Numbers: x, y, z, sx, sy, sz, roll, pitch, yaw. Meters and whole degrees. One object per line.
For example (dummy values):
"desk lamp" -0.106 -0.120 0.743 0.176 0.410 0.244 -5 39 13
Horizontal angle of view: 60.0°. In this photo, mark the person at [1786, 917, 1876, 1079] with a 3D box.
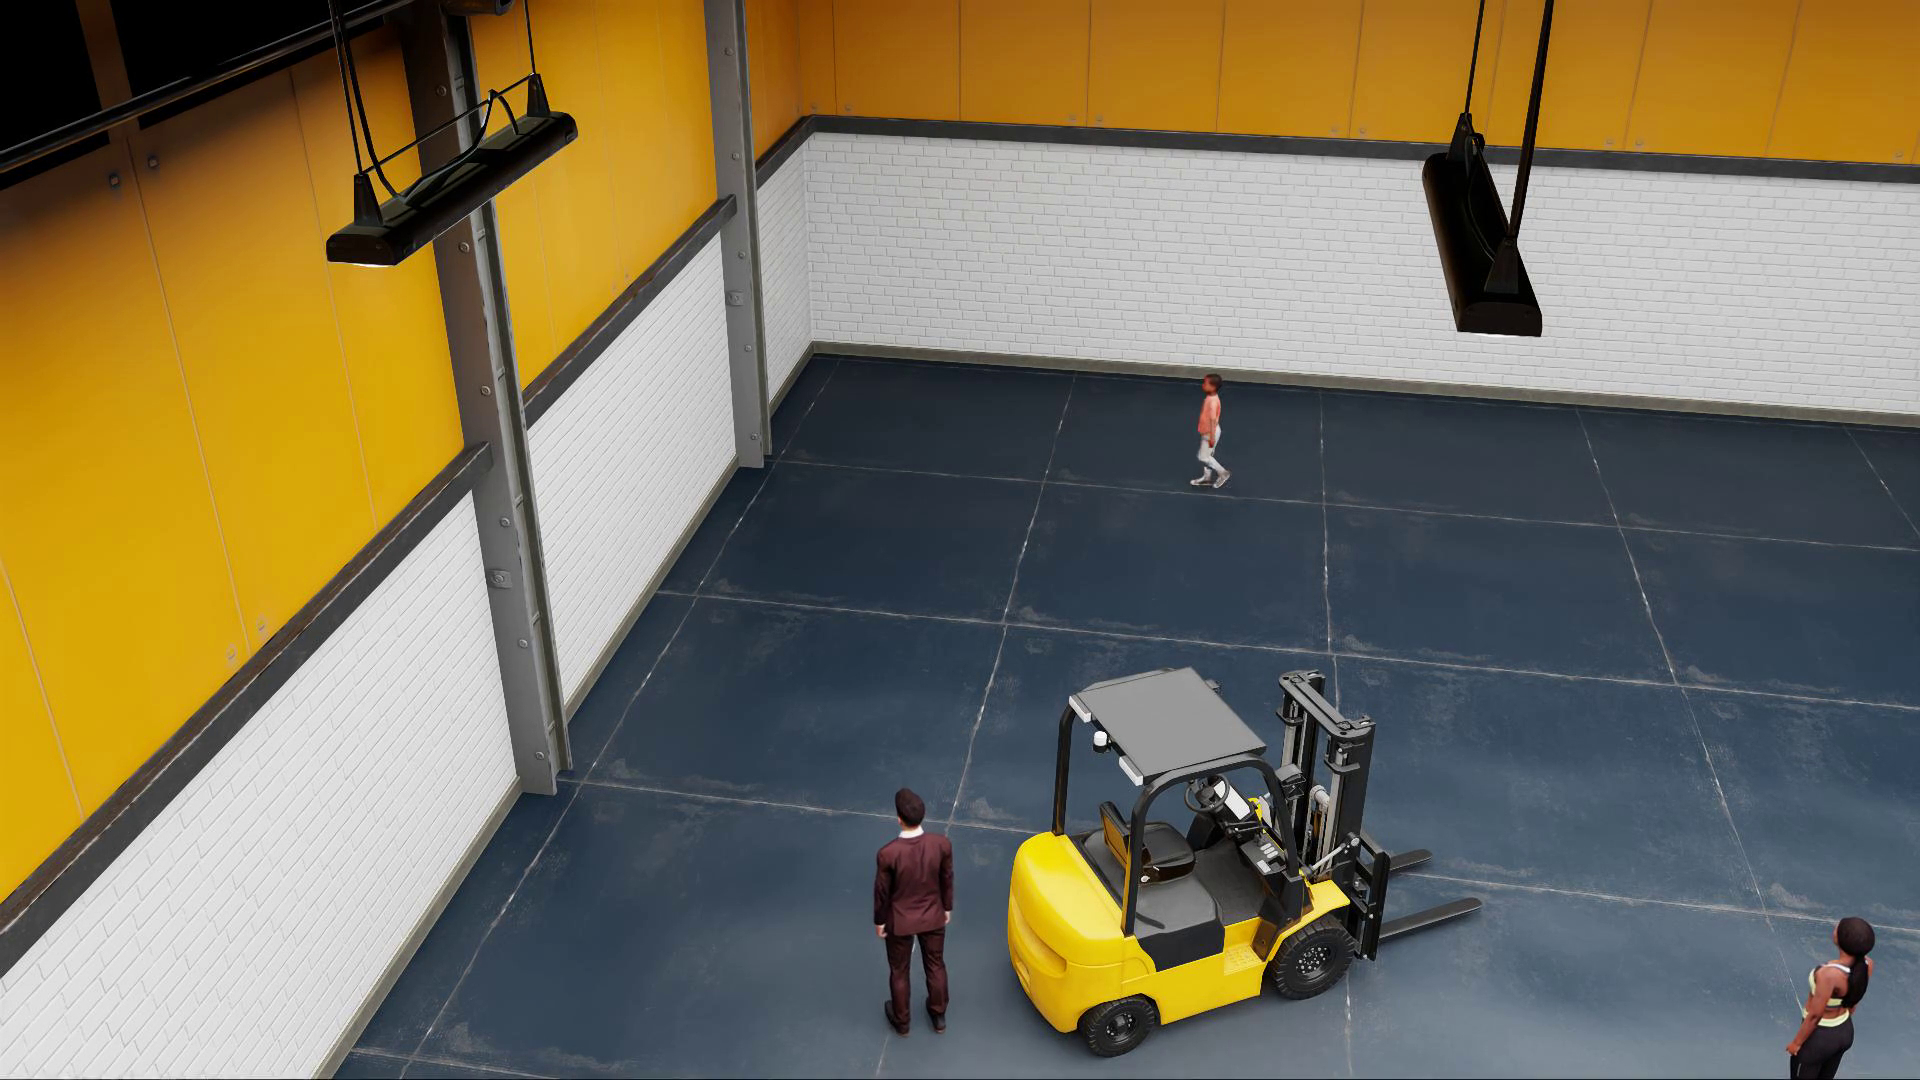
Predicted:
"person" 5.074 2.926 9.760 0.645 1.755 0.669 -11 31 -20

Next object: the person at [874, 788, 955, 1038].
"person" -0.288 2.391 10.633 0.765 1.858 0.741 -8 29 -13

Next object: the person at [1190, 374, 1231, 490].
"person" 2.723 -1.156 17.714 0.556 1.304 0.580 3 29 6
